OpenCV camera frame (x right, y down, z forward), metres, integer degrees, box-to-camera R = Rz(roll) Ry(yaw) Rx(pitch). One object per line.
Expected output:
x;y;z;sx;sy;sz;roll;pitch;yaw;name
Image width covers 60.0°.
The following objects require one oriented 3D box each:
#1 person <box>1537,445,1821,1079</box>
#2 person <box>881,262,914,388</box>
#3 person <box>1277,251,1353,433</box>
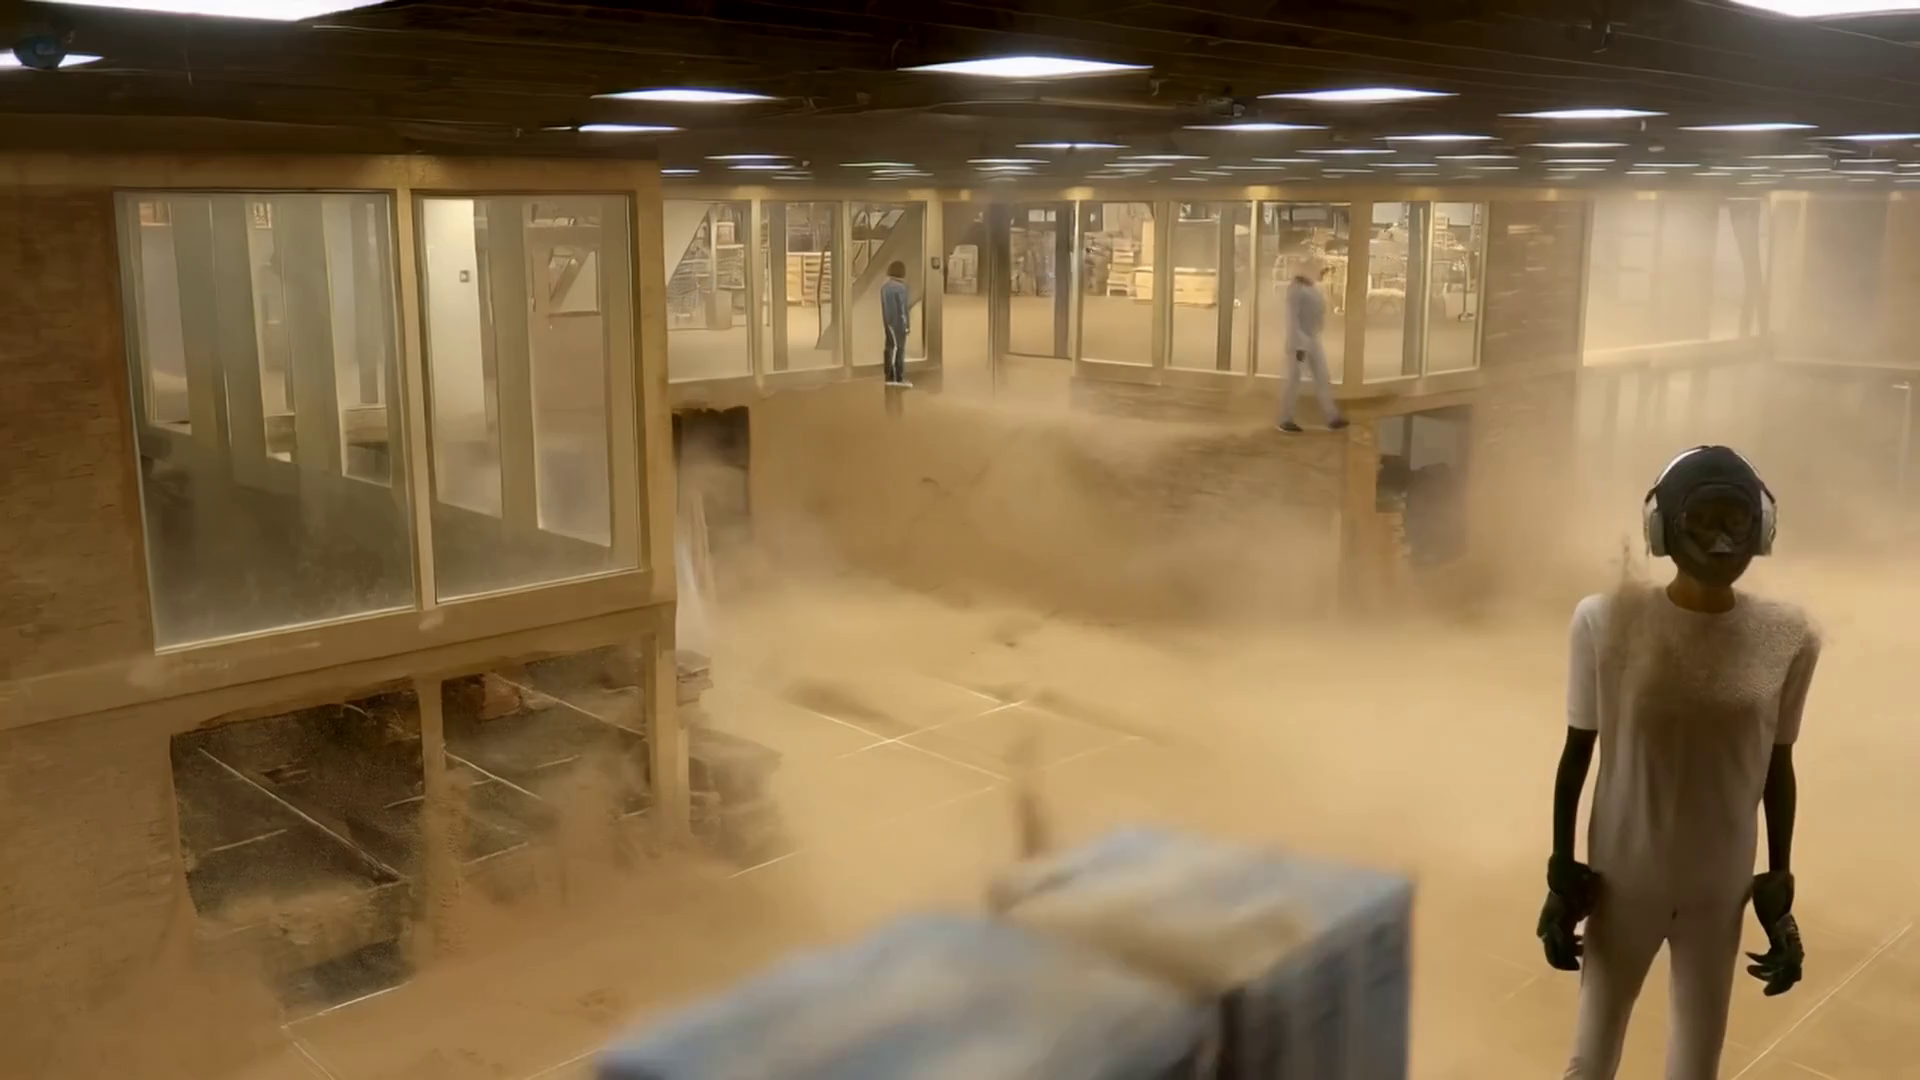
1.462;0.729;3.412;0.519;1.874;0.327;1;11;7;person
-0.822;-2.803;21.690;0.271;1.632;0.508;-10;15;-40;person
3.655;-2.009;17.100;0.873;1.872;0.683;9;15;39;person
